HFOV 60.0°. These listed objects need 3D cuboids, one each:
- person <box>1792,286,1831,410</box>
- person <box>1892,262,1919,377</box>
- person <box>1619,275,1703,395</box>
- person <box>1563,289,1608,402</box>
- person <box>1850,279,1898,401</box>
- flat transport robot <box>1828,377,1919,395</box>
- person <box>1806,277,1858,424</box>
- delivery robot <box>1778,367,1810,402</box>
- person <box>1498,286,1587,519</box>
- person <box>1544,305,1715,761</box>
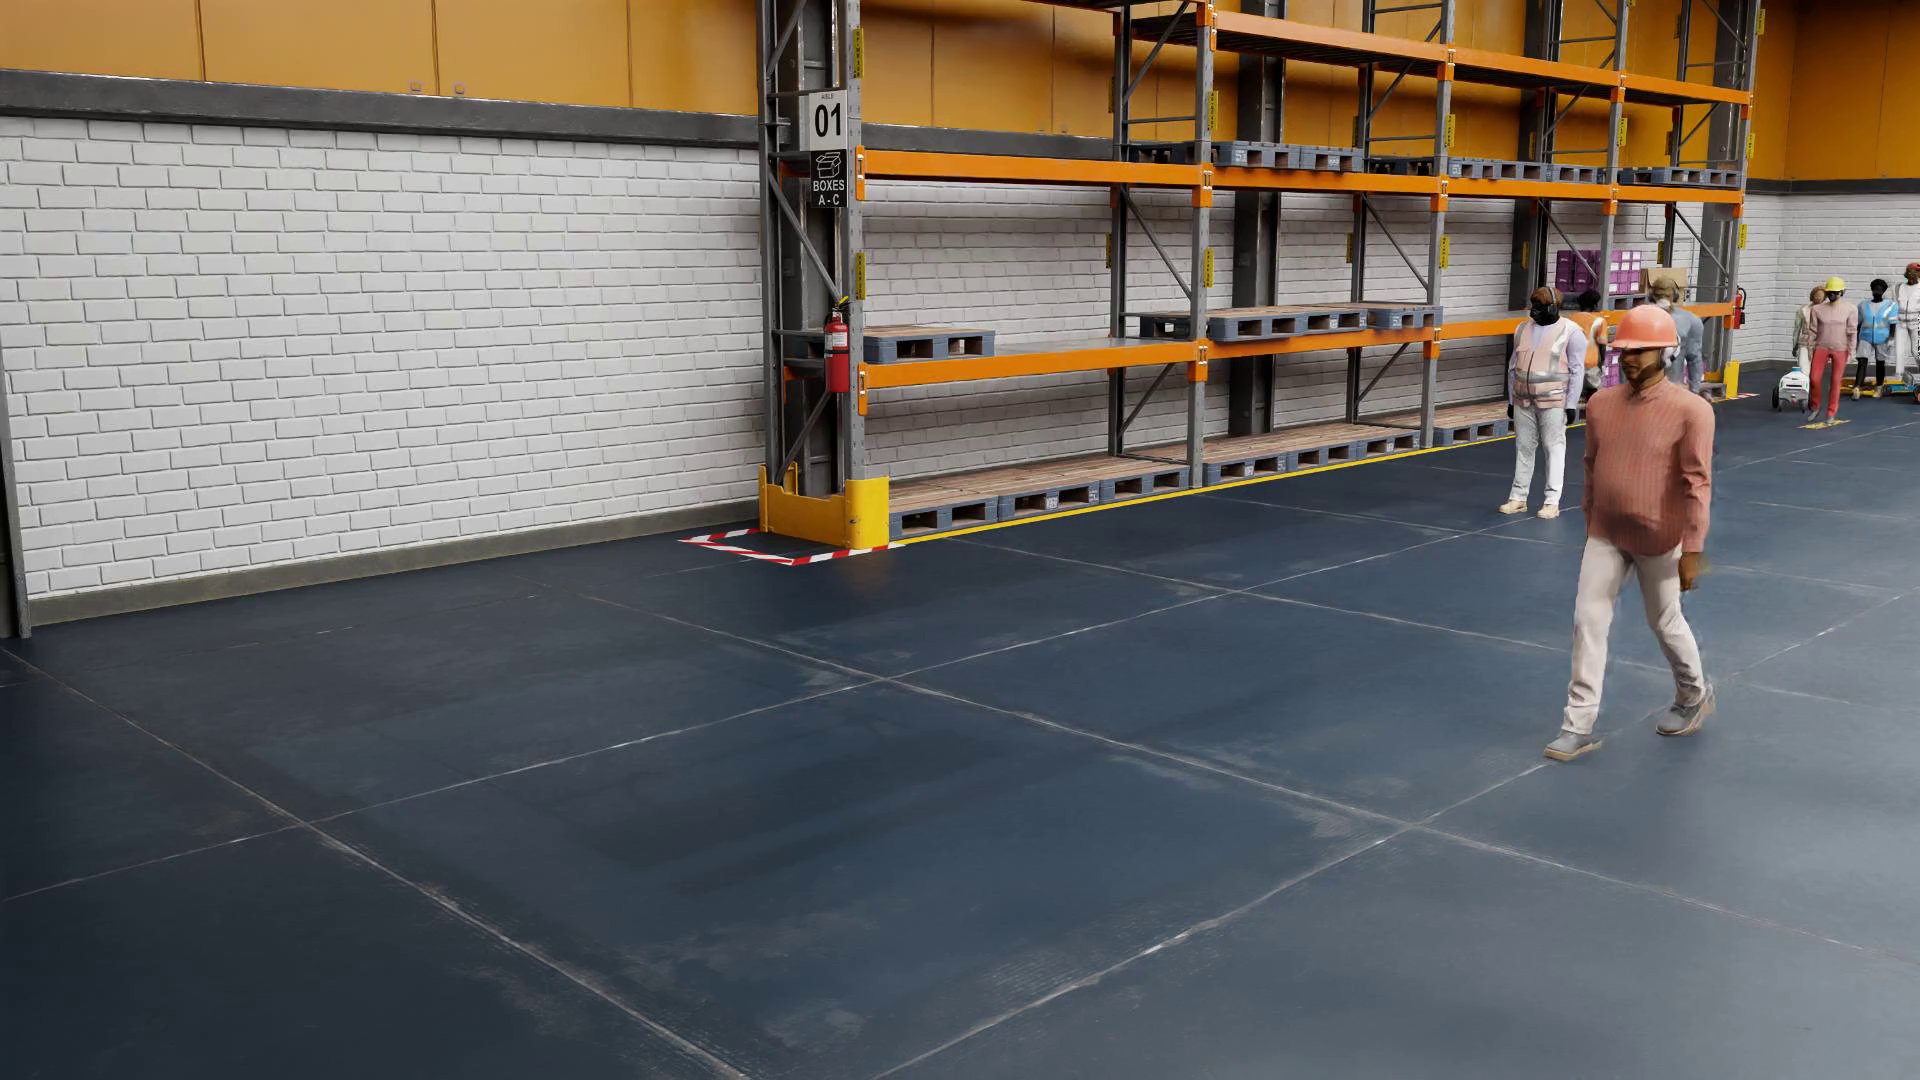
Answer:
[{"bbox_3d":[11.148,-2.521,21.714,0.513,1.595,0.865,5,12,25],"label":"person"},{"bbox_3d":[14.073,-3.170,24.565,0.864,1.857,0.596,-9,14,-40],"label":"person"},{"bbox_3d":[5.896,-1.273,14.040,0.657,1.915,0.620,4,11,22],"label":"person"},{"bbox_3d":[6.958,-1.976,18.635,0.557,1.631,0.767,6,12,29],"label":"person"},{"bbox_3d":[12.475,-2.728,22.682,0.532,1.657,0.852,8,13,37],"label":"person"},{"bbox_3d":[13.116,-2.187,23.498,1.431,0.197,0.652,-3,11,-14],"label":"flat transport robot"},{"bbox_3d":[10.379,-2.248,19.807,0.539,1.753,0.416,7,12,33],"label":"person"},{"bbox_3d":[10.700,-1.976,21.318,0.477,0.478,0.707,5,12,27],"label":"delivery robot"},{"bbox_3d":[4.635,-1.093,13.261,0.430,1.841,0.624,-8,13,-39],"label":"person"},{"bbox_3d":[2.992,-0.045,7.233,0.995,1.957,0.625,-8,13,-36],"label":"person"}]
